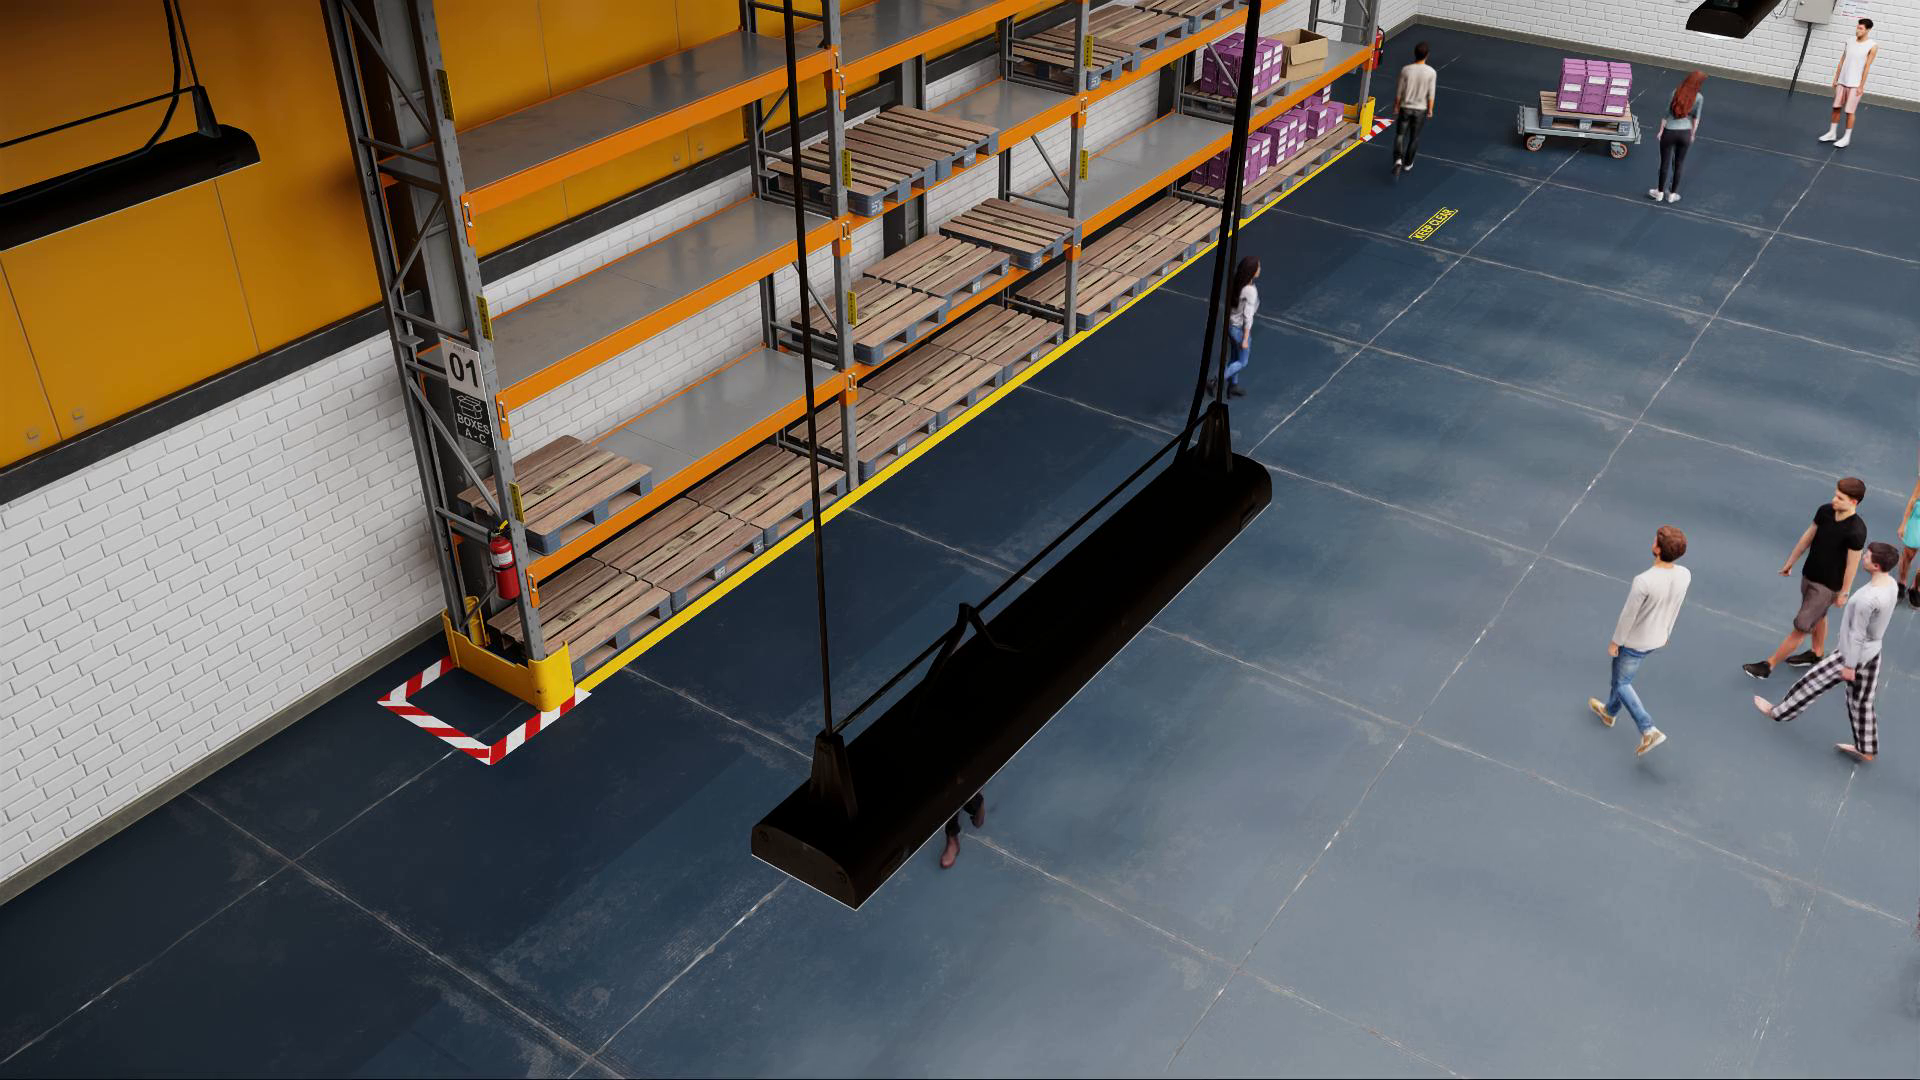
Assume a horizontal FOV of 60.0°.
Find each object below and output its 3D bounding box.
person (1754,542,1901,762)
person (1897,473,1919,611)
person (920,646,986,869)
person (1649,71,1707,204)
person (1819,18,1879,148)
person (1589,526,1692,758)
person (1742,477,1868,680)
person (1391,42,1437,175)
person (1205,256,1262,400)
[{"bbox_3d":[6.778,0.882,12.411,1.170,1.800,0.912,-26,41,-33],"label":"person"},{"bbox_3d":[8.268,-0.180,14.236,0.590,1.548,0.633,15,36,21],"label":"person"},{"bbox_3d":[0.001,1.439,11.548,0.851,1.826,0.944,11,35,16],"label":"person"},{"bbox_3d":[9.359,-5.291,21.760,0.691,1.731,0.680,2,34,3],"label":"person"},{"bbox_3d":[12.613,-6.472,23.496,0.742,1.777,0.738,-16,37,-22],"label":"person"},{"bbox_3d":[5.162,0.782,12.488,1.112,1.881,1.070,-13,36,-19],"label":"person"},{"bbox_3d":[6.961,0.309,13.246,1.162,1.829,1.120,-5,34,-8],"label":"person"},{"bbox_3d":[6.106,-5.793,22.459,0.834,1.794,1.041,11,35,16],"label":"person"},{"bbox_3d":[2.791,-2.140,17.124,0.938,1.616,0.849,-12,35,-17],"label":"person"}]
